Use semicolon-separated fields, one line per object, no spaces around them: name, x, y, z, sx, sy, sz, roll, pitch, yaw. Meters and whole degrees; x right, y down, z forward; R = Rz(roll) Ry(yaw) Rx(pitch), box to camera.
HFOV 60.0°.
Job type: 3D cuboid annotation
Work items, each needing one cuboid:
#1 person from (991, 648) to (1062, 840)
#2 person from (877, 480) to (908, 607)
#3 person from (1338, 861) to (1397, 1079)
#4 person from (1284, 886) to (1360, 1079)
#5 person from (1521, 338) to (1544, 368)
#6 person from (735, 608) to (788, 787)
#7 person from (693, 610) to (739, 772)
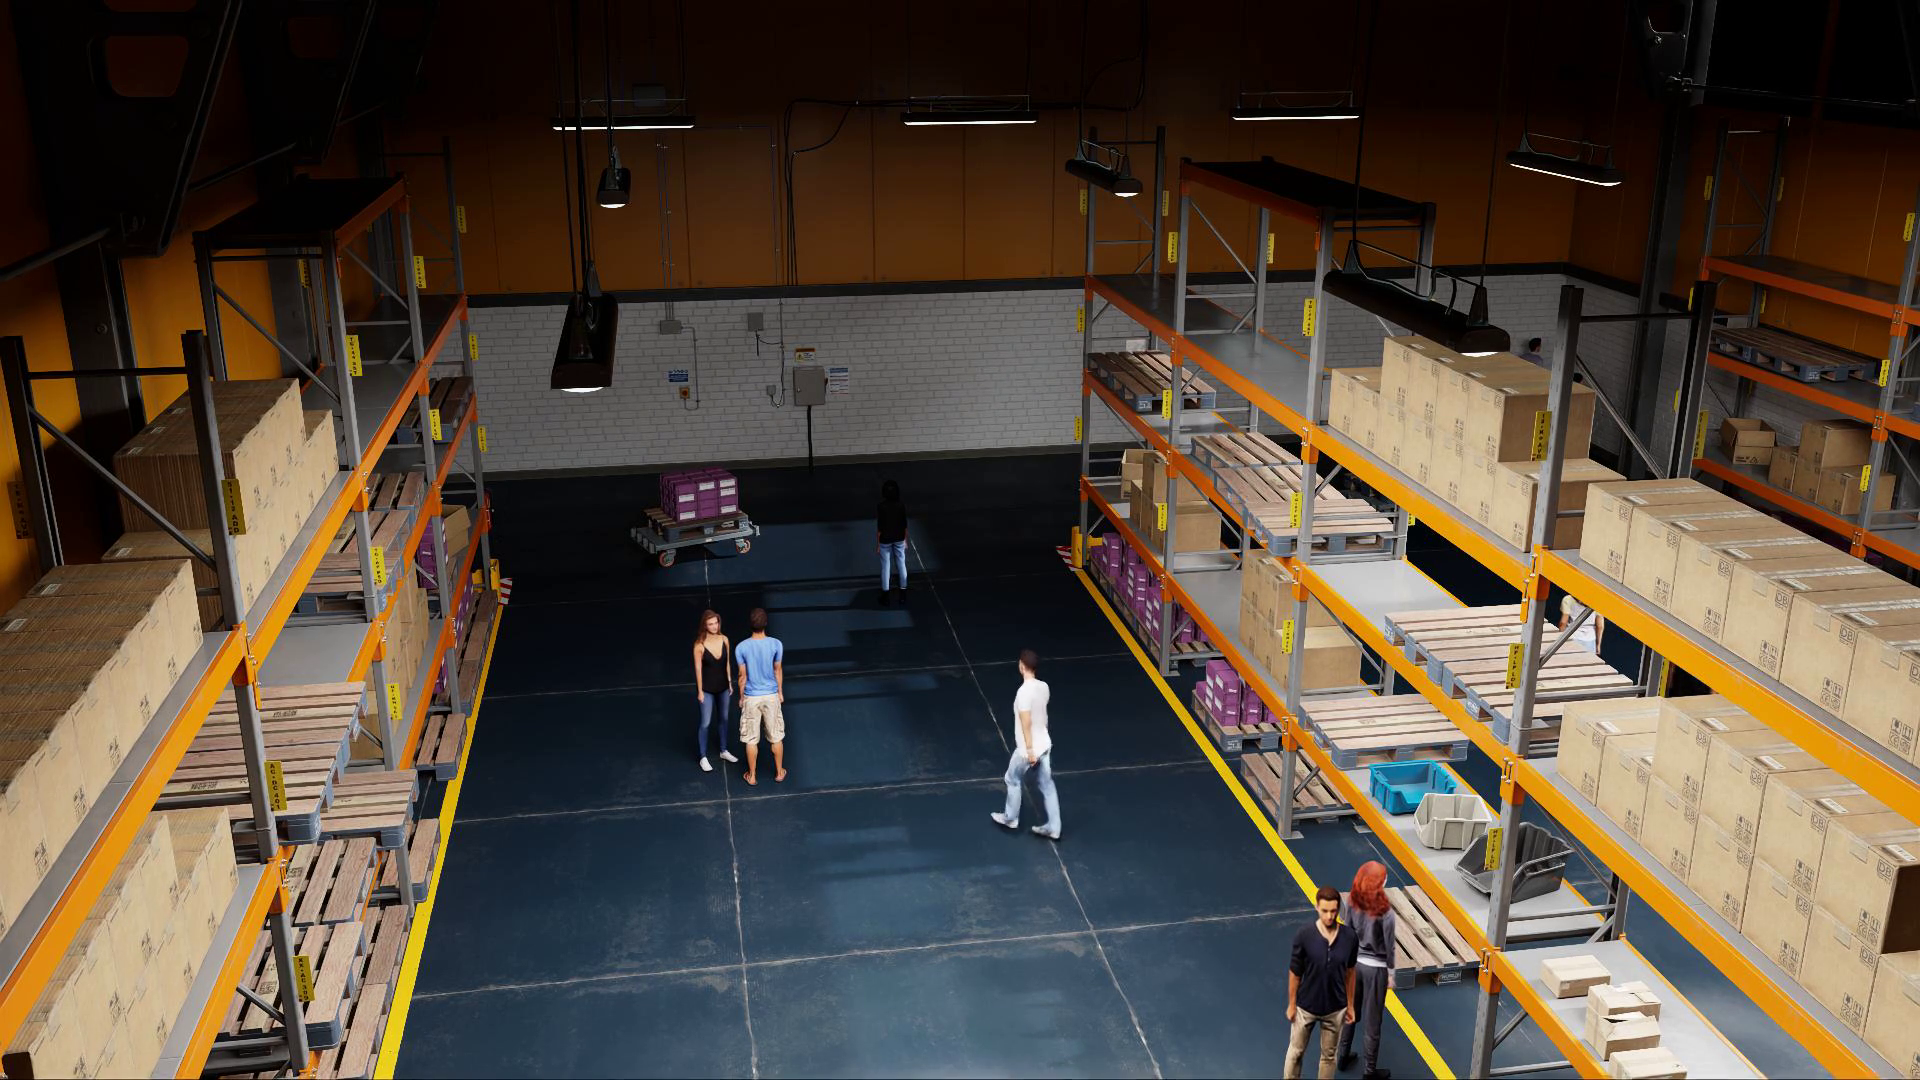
person;0.742;1.981;15.715;1.097;1.812;1.008;11;22;30
person;-0.887;0.027;21.688;0.584;1.701;0.556;-5;19;-14
person;2.997;3.163;12.257;0.714;1.779;0.602;-15;24;-38
person;2.552;3.276;11.794;0.678;1.859;0.599;0;19;1
person;10.102;-2.671;29.463;0.792;1.853;0.609;-8;20;-23
person;-2.010;1.579;16.826;0.655;1.864;0.577;-5;19;-14
person;-2.550;1.526;17.206;0.668;1.722;0.679;-16;24;-39
